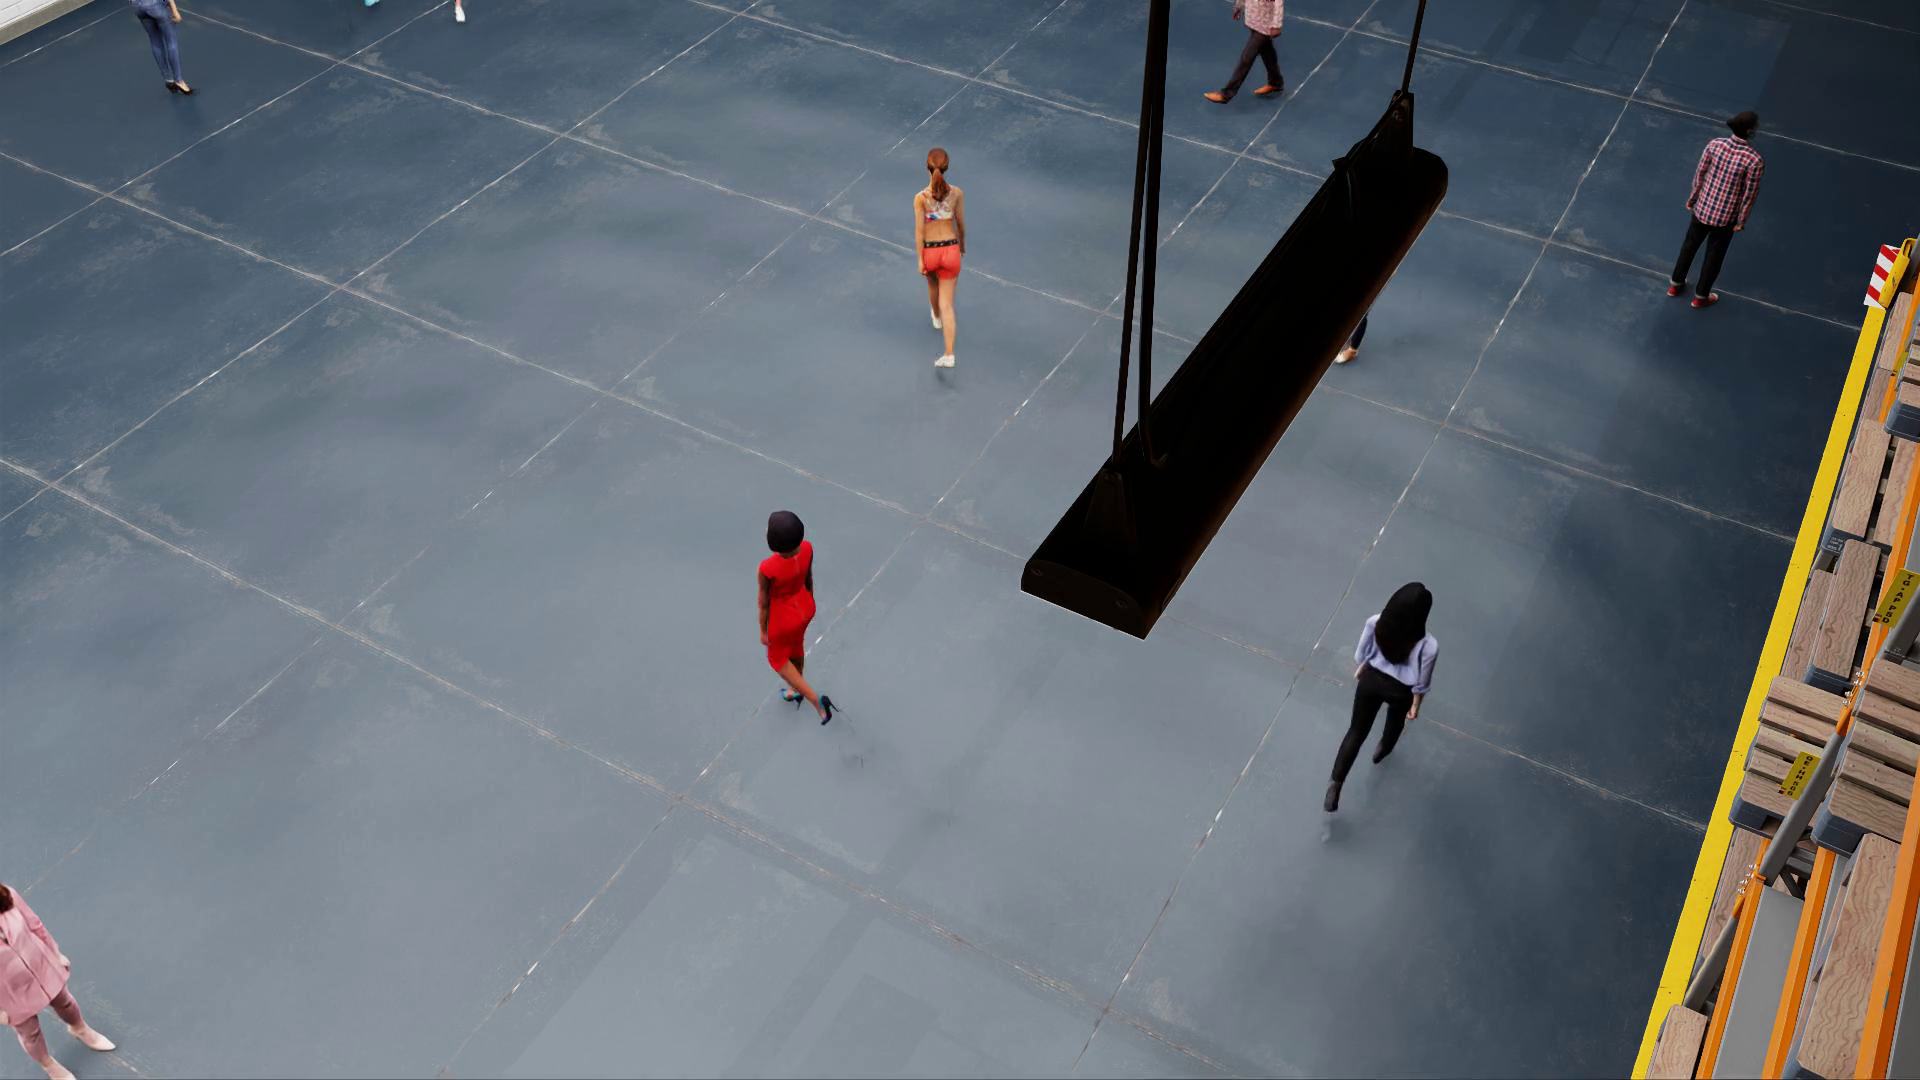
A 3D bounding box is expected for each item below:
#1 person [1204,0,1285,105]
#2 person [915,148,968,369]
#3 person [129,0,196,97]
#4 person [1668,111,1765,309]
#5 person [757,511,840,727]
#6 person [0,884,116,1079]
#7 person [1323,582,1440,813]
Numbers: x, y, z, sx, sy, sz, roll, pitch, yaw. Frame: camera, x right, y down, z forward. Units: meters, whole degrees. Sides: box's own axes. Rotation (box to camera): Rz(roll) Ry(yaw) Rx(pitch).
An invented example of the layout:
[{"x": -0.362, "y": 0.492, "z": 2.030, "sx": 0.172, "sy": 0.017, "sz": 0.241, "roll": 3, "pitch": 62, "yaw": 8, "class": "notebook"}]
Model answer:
[{"x": 3.039, "y": -5.118, "z": 16.322, "sx": 1.251, "sy": 1.759, "sz": 1.194, "roll": -10, "pitch": 45, "yaw": -11, "class": "person"}, {"x": -0.151, "y": -2.173, "z": 13.257, "sx": 1.088, "sy": 1.721, "sz": 1.233, "roll": -7, "pitch": 44, "yaw": -8, "class": "person"}, {"x": -7.976, "y": -5.226, "z": 16.418, "sx": 0.672, "sy": 1.783, "sz": 0.602, "roll": 12, "pitch": 45, "yaw": 12, "class": "person"}, {"x": 6.306, "y": -2.754, "z": 13.839, "sx": 0.708, "sy": 1.761, "sz": 0.758, "roll": -32, "pitch": 52, "yaw": -29, "class": "person"}, {"x": -1.023, "y": 0.539, "z": 10.406, "sx": 0.838, "sy": 1.727, "sz": 0.771, "roll": -35, "pitch": 53, "yaw": -31, "class": "person"}, {"x": -4.850, "y": 2.241, "z": 8.571, "sx": 0.671, "sy": 1.794, "sz": 0.494, "roll": 20, "pitch": 47, "yaw": 19, "class": "person"}, {"x": 2.510, "y": 0.965, "z": 9.972, "sx": 0.692, "sy": 1.709, "sz": 1.137, "roll": 24, "pitch": 49, "yaw": 23, "class": "person"}]
